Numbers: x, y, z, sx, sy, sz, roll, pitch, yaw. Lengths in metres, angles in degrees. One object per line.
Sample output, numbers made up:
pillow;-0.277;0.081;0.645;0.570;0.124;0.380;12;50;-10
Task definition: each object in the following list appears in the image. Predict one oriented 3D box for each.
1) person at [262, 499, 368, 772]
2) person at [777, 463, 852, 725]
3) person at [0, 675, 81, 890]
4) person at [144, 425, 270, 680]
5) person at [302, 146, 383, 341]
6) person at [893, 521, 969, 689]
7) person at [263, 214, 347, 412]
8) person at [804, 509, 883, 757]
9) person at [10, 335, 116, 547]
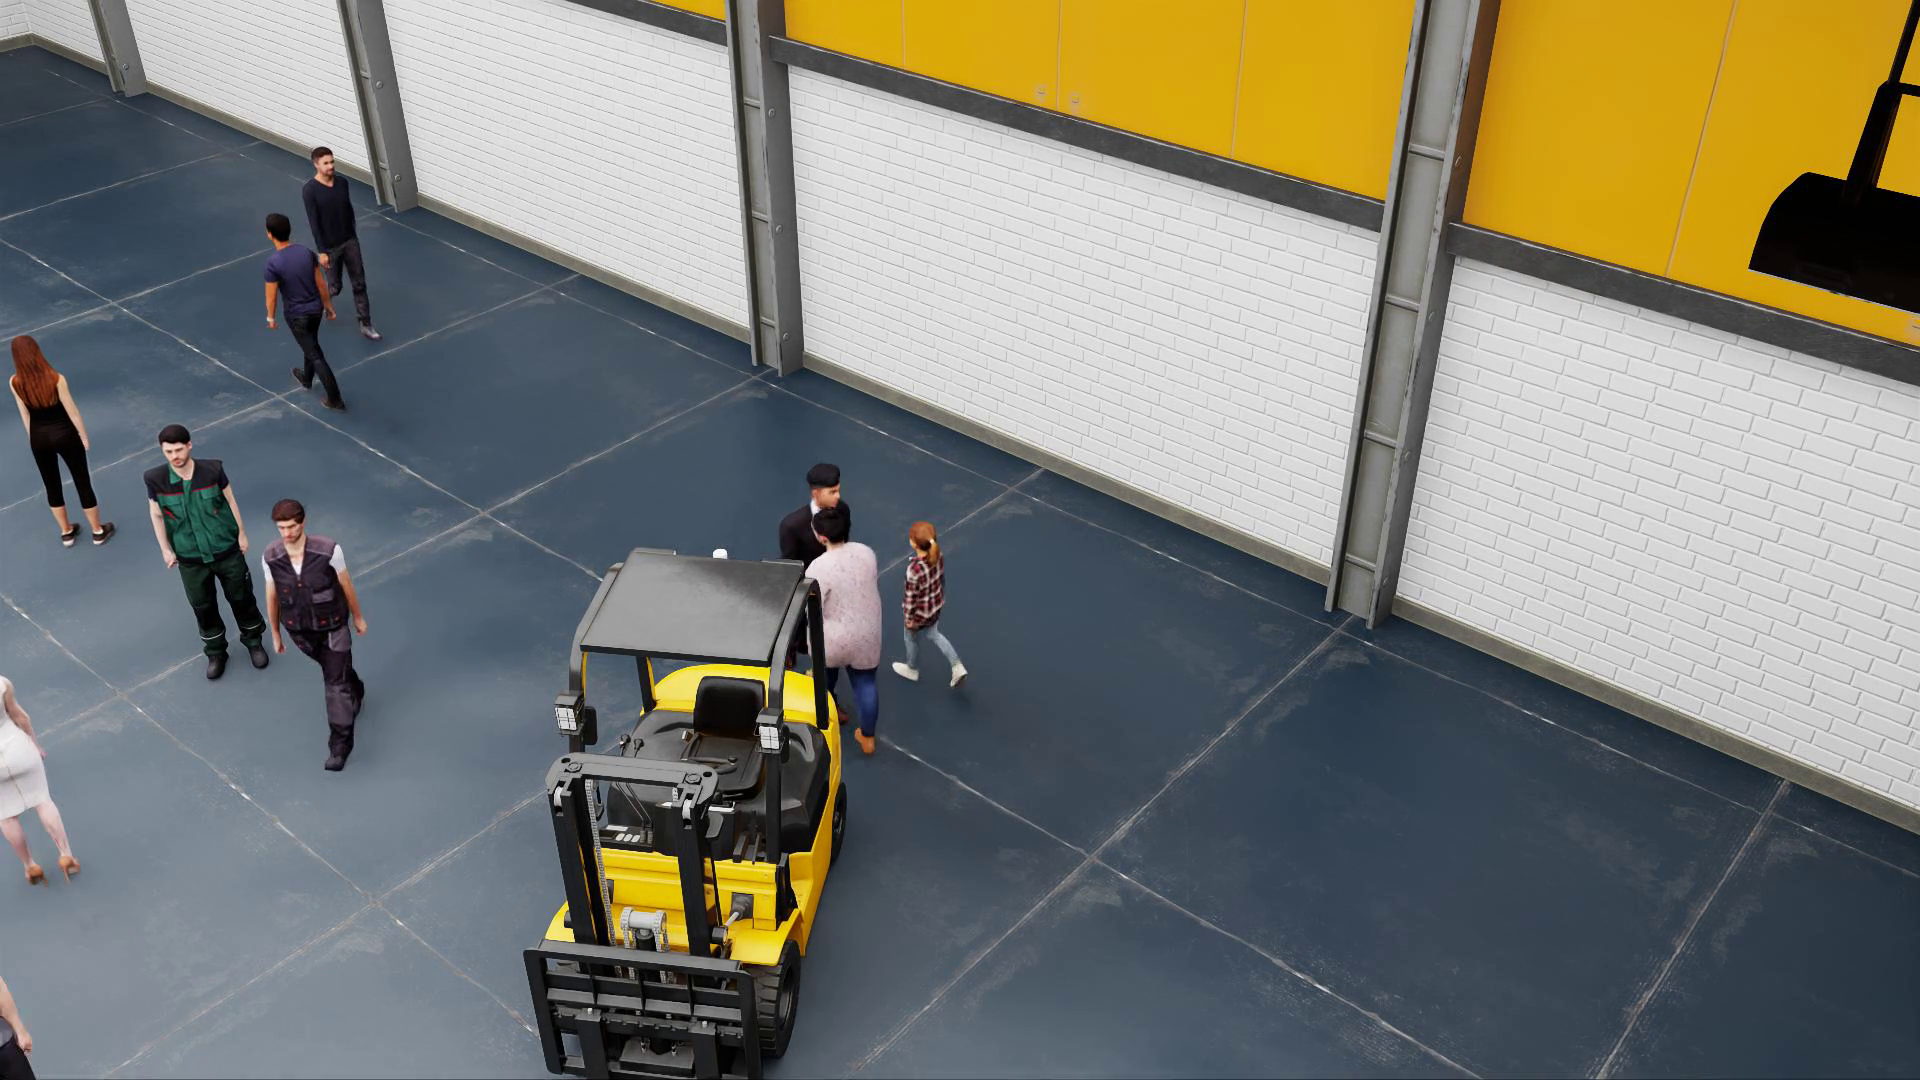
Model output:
person;-4.053;0.495;10.575;1.193;1.801;1.230;-1;34;-2
person;-0.985;0.292;10.834;0.898;1.852;1.150;-22;39;-29
person;-5.411;1.283;9.397;0.643;1.794;0.575;-22;39;-29
person;-5.045;0.054;11.151;0.764;1.899;0.737;-14;36;-19
person;-5.814;-2.751;15.415;1.007;1.850;0.651;27;42;34
person;-0.197;0.461;11.087;0.807;1.291;0.535;24;40;31
person;-5.554;-1.898;14.213;1.022;1.760;0.729;21;39;28
person;-0.679;0.616;10.492;0.965;1.692;1.192;-15;36;-21
person;-6.811;-0.741;12.505;0.641;1.724;0.691;-5;34;-8
